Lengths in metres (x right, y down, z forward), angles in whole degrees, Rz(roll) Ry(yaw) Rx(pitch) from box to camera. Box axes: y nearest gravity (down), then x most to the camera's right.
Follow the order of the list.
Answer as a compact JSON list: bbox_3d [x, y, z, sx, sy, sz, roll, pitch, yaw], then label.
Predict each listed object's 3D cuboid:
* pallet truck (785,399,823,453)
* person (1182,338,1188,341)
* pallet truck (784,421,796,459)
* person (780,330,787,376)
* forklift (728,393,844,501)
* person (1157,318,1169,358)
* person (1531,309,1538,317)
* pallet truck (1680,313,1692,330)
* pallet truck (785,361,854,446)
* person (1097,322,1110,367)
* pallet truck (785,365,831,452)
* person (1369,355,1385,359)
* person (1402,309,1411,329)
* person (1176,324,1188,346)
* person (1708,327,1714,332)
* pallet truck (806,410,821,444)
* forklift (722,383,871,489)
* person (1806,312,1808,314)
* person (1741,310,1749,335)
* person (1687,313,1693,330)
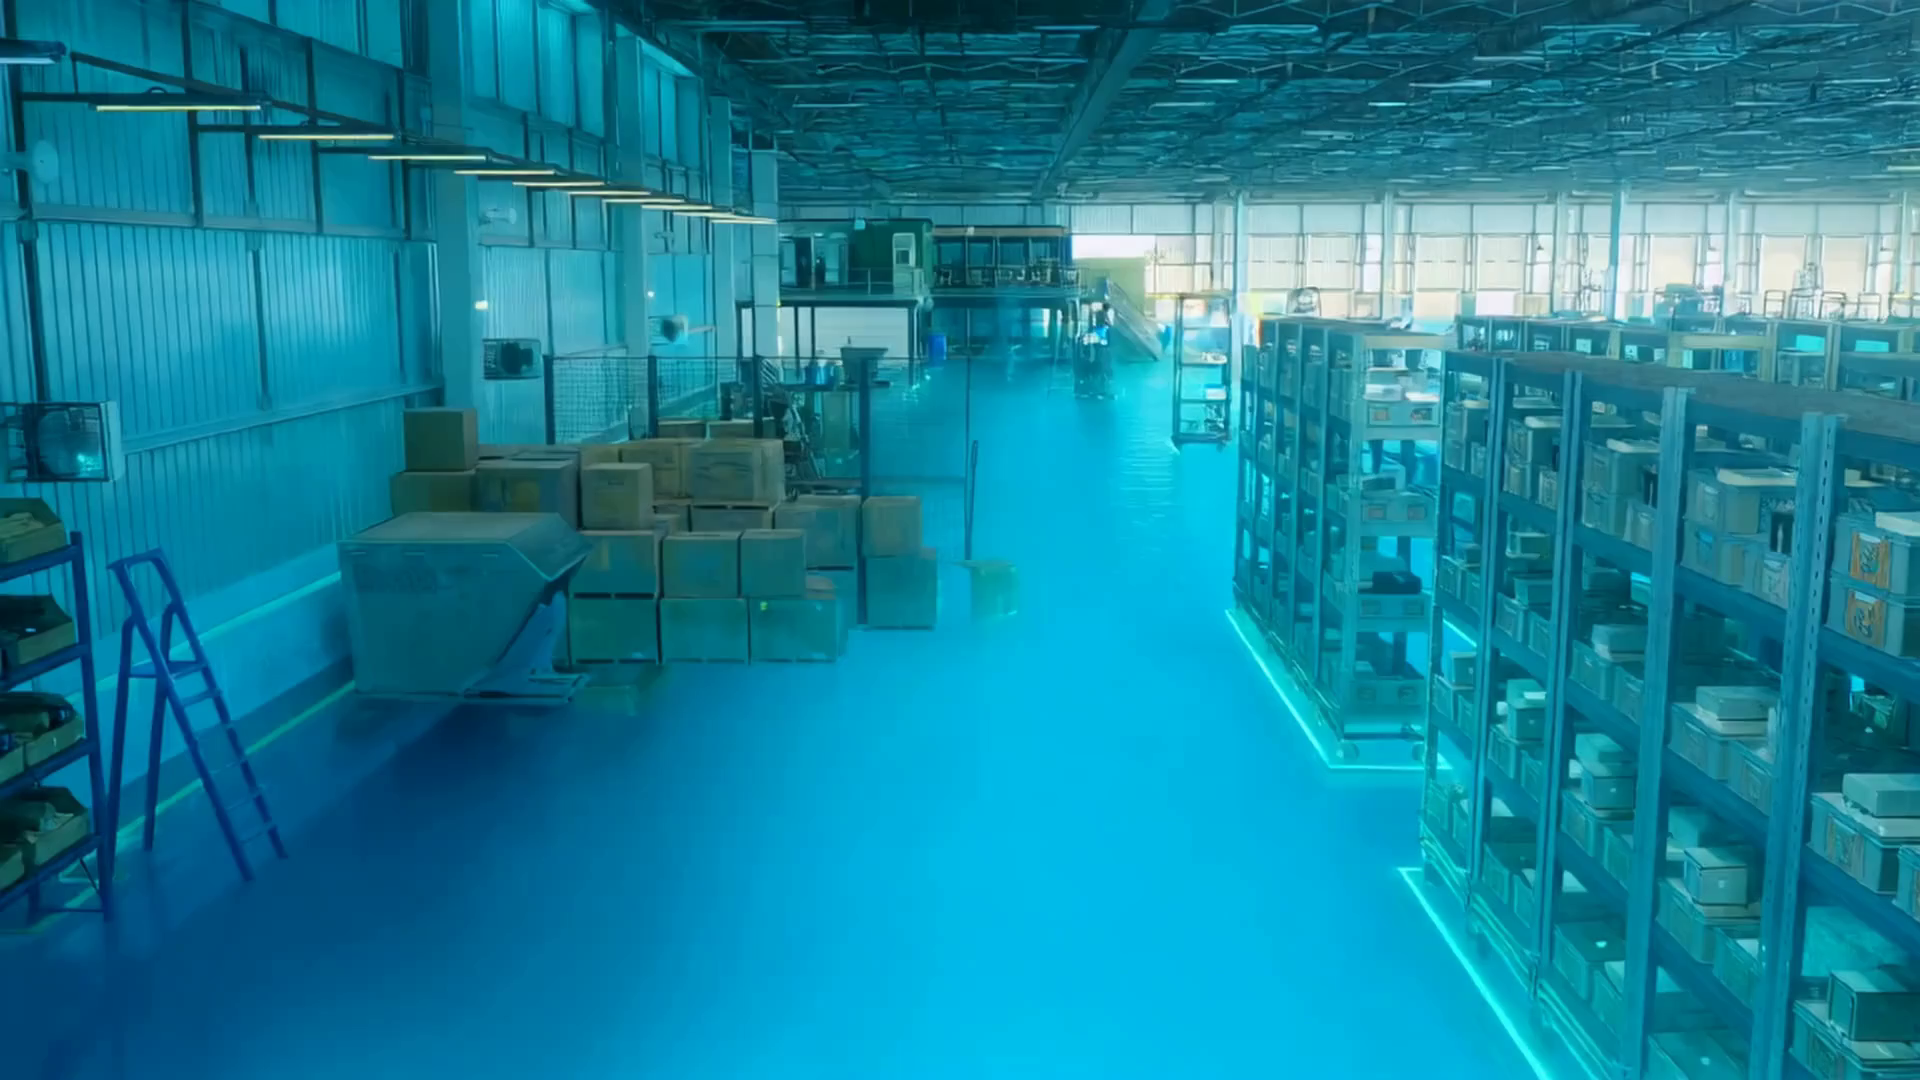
[{"bbox_3d":[-3.814,-2.432,36.419,1.630,1.274,0.653,0,9,1],"label":"pallet truck"},{"bbox_3d":[13.217,-12.624,97.348,0.453,1.932,0.650,0,9,0],"label":"person"},{"bbox_3d":[-4.013,-1.793,32.705,1.601,1.201,0.680,0,9,1],"label":"pallet truck"},{"bbox_3d":[-7.159,-7.307,64.917,0.891,1.806,0.545,1,9,8],"label":"person"},{"bbox_3d":[-2.979,-1.316,26.476,2.680,1.987,1.157,0,9,1],"label":"forklift"},{"bbox_3d":[9.573,-9.531,78.496,0.594,1.863,0.577,2,10,14],"label":"person"},{"bbox_3d":[33.145,-12.401,96.163,0.512,1.874,0.328,-3,10,-19],"label":"person"},{"bbox_3d":[36.315,-10.531,84.244,0.823,1.965,1.885,-6,11,-33],"label":"pallet truck"},{"bbox_3d":[-3.410,-3.193,38.978,1.885,1.965,0.823,0,9,-1],"label":"pallet truck"},{"bbox_3d":[6.187,-8.353,71.089,0.631,1.899,0.553,8,12,39],"label":"person"},{"bbox_3d":[-3.774,-2.976,37.635,1.885,1.965,0.823,1,9,5],"label":"pallet truck"},{"bbox_3d":[13.051,-5.207,52.037,0.625,1.800,0.459,7,12,37],"label":"person"},{"bbox_3d":[25.300,-12.135,94.389,0.586,1.918,0.395,-5,11,-30],"label":"person"},{"bbox_3d":[11.029,-10.205,82.605,0.600,1.873,0.423,0,9,-1],"label":"person"},{"bbox_3d":[33.264,-8.815,73.887,0.417,1.923,0.559,5,11,29],"label":"person"},{"bbox_3d":[-3.559,-2.018,33.905,1.522,1.261,0.704,0,9,-1],"label":"pallet truck"},{"bbox_3d":[-2.893,-1.687,28.729,2.680,1.987,1.157,0,9,-1],"label":"forklift"},{"bbox_3d":[44.847,-11.137,88.196,0.365,1.931,0.631,2,9,13],"label":"person"},{"bbox_3d":[41.193,-11.085,87.527,0.678,2.000,0.536,7,11,36],"label":"person"},{"bbox_3d":[39.724,-11.448,90.432,0.722,1.817,0.651,7,12,37],"label":"person"}]
